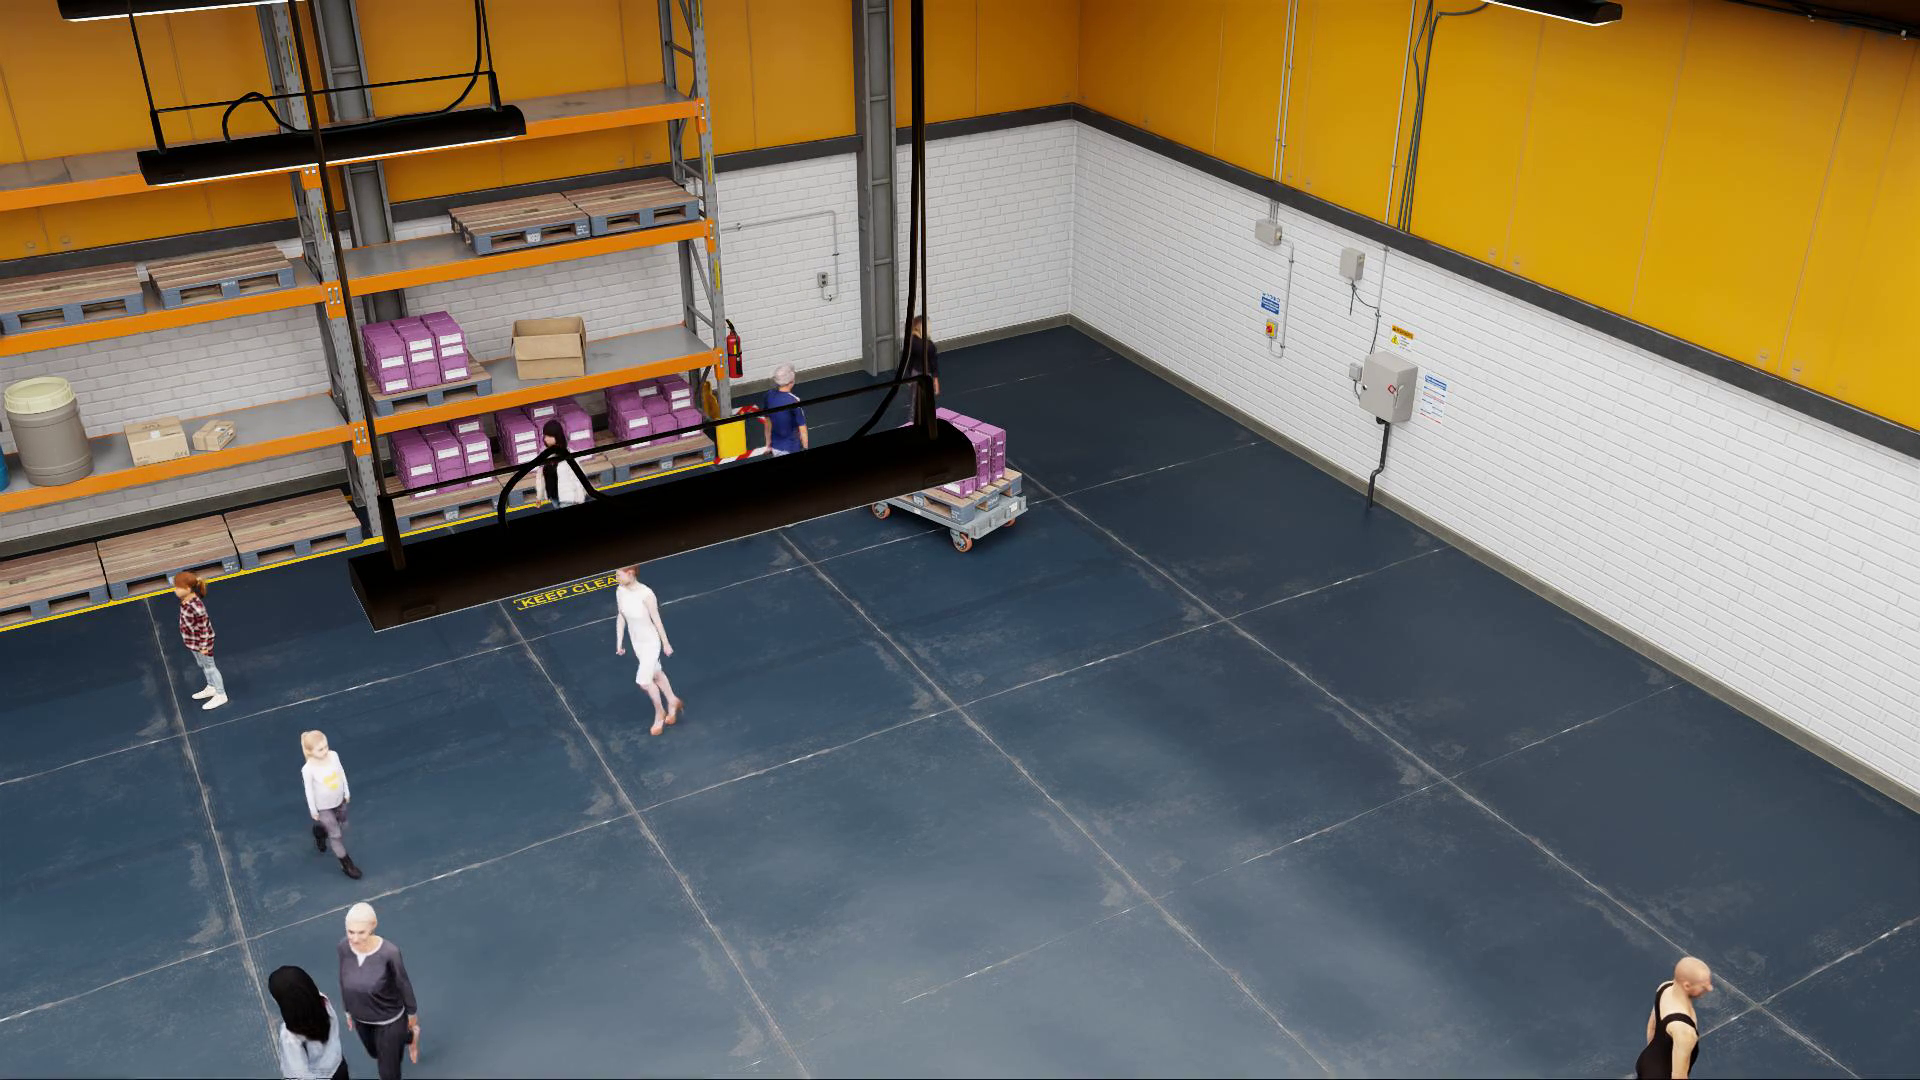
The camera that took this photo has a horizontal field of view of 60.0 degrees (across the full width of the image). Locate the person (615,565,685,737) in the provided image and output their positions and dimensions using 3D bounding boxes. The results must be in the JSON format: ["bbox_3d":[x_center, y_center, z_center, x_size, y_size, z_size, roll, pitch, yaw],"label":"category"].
[{"bbox_3d":[-2.574,0.864,14.065,0.699,1.765,0.789,16,33,27],"label":"person"}]

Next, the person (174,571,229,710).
[{"bbox_3d":[-6.657,0.852,14.566,0.575,1.306,0.575,-24,36,-36],"label":"person"}]

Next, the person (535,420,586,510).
[{"bbox_3d":[-3.938,-0.486,16.690,0.757,1.621,0.814,16,32,27],"label":"person"}]

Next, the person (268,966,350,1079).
[{"bbox_3d":[-3.716,3.211,9.845,1.005,1.685,0.927,6,29,10],"label":"person"}]

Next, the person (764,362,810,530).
[{"bbox_3d":[-1.854,-0.940,17.313,0.756,1.822,0.804,20,34,32],"label":"person"}]

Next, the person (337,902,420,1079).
[{"bbox_3d":[-3.599,2.893,10.413,1.024,1.699,1.065,6,29,11],"label":"person"}]

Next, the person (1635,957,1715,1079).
[{"bbox_3d":[4.114,3.170,9.785,0.722,1.814,0.708,3,29,5],"label":"person"}]

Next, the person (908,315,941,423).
[{"bbox_3d":[-0.431,-1.788,19.024,0.659,1.671,0.624,24,37,37],"label":"person"}]

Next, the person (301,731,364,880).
[{"bbox_3d":[-4.815,1.965,12.572,0.769,1.261,0.805,16,33,27],"label":"person"}]
